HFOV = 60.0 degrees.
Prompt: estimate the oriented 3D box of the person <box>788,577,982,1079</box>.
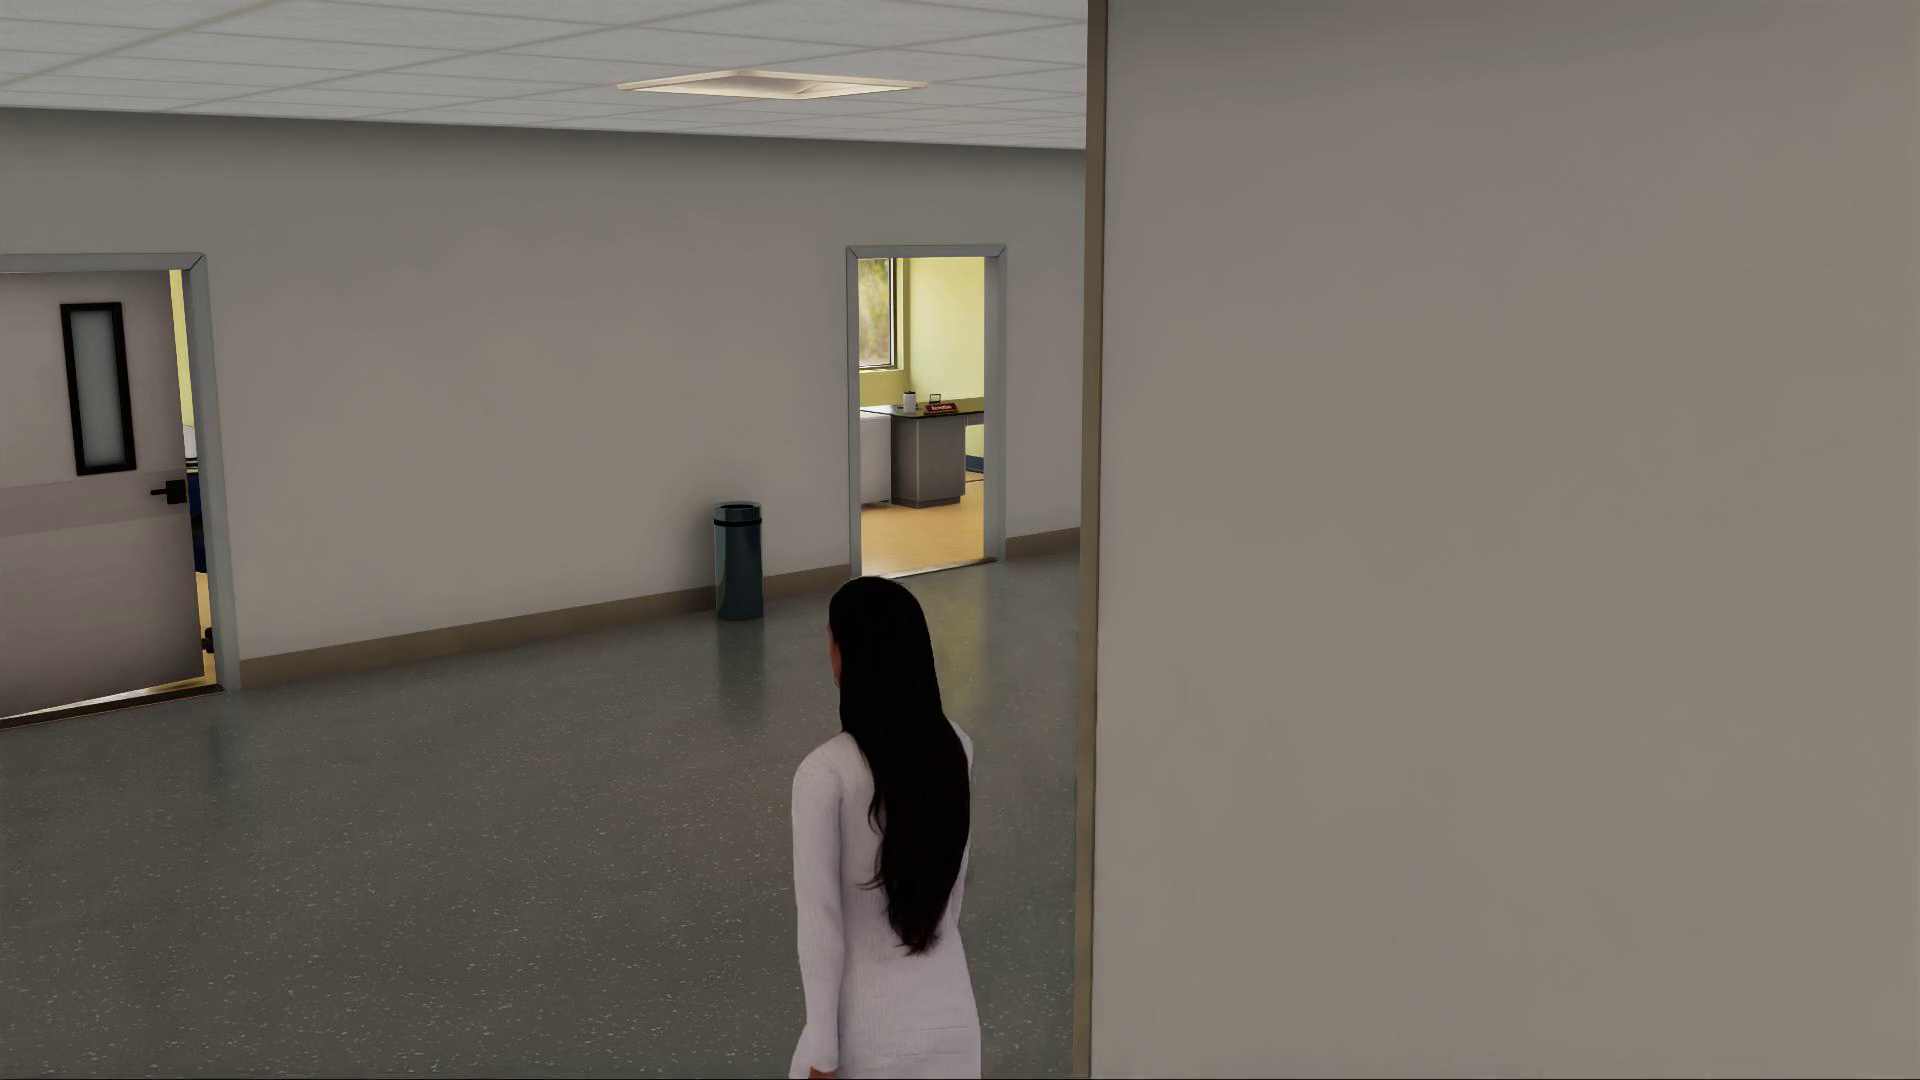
[{"bbox_3d":[-0.082,0.996,3.162,1.089,1.752,0.685,-9,14,-39],"label":"person"}]
